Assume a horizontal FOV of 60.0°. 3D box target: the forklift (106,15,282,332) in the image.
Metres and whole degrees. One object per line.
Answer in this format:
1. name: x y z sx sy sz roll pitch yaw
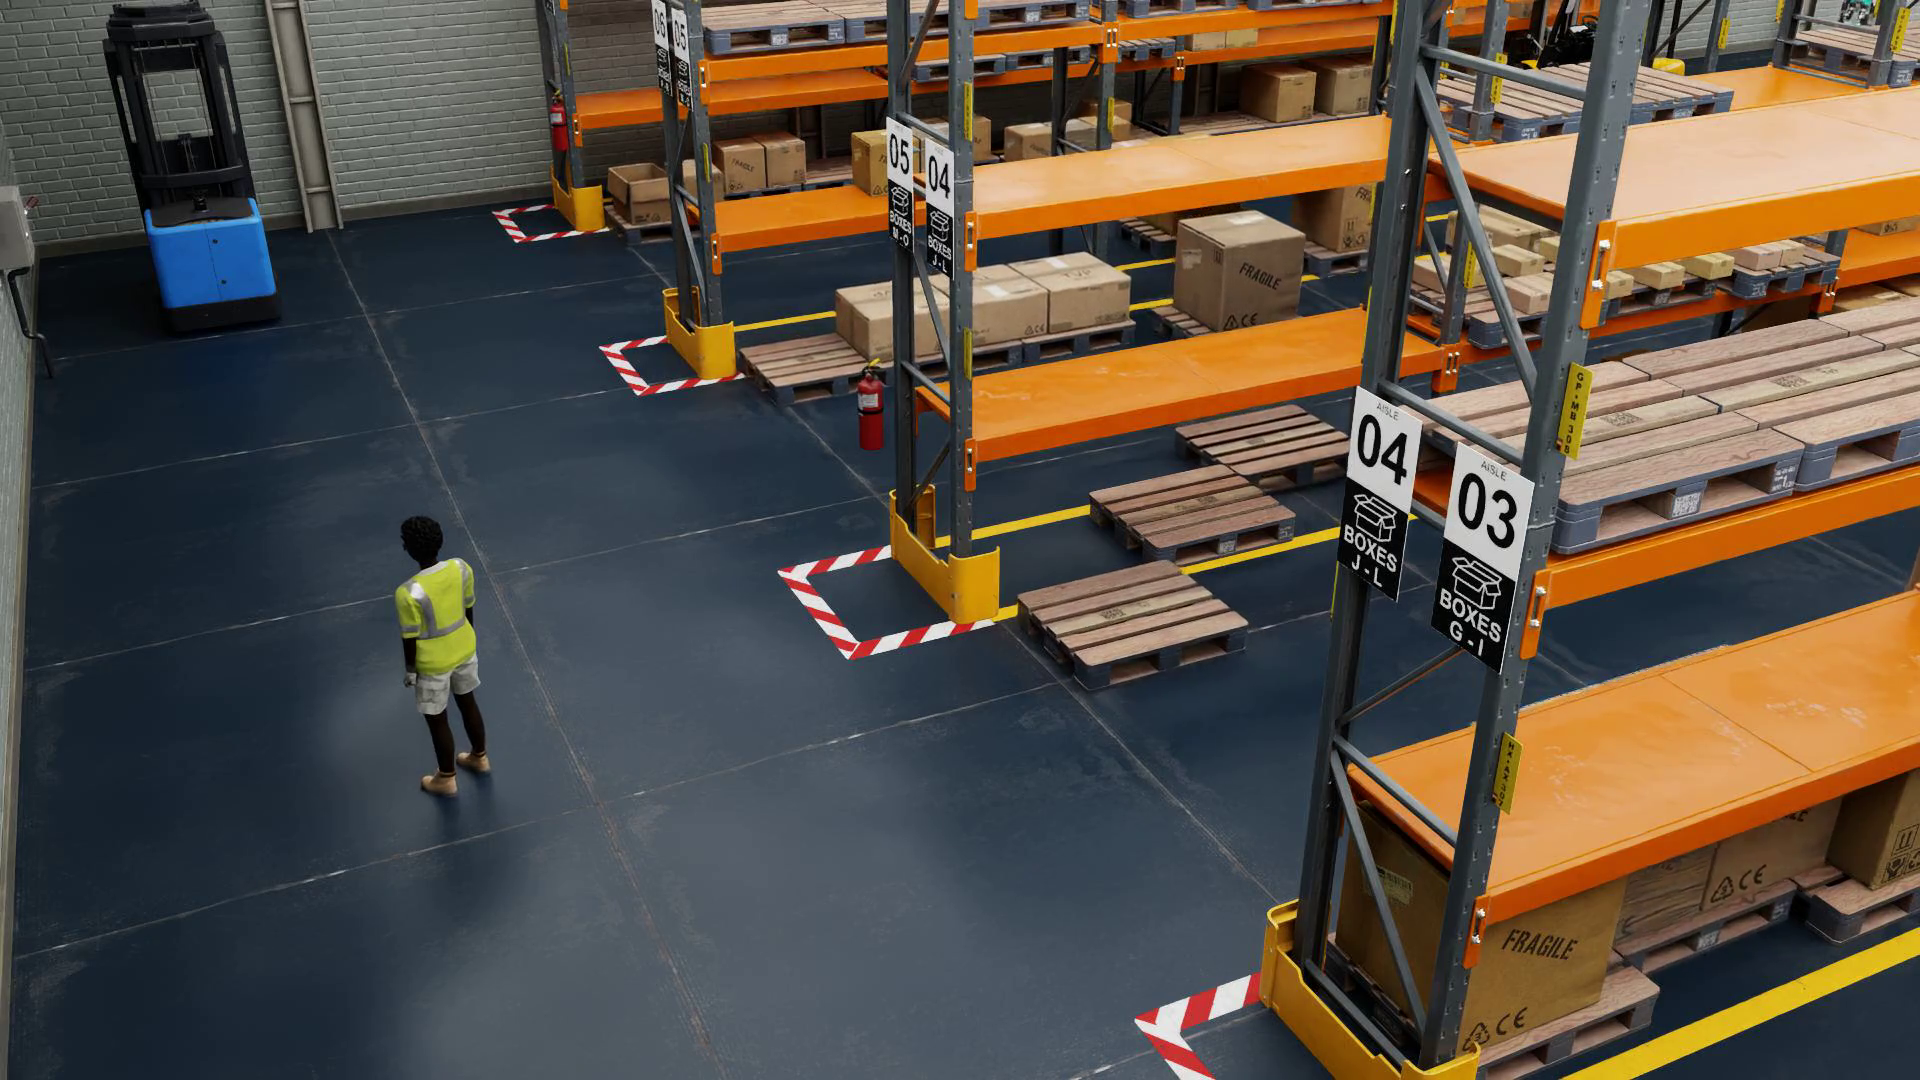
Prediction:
1. forklift: -7.548 -3.672 16.323 1.129 2.768 1.873 -12 30 -22

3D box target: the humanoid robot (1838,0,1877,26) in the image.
1. humanoid robot: 13.797 -7.987 25.801 0.785 1.782 0.530 -20 33 -33

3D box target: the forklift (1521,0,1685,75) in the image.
1. forklift: 8.950 -6.807 23.056 1.214 2.155 2.313 -12 30 -22

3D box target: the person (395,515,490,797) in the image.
1. person: -2.899 0.645 9.326 0.319 1.686 0.538 14 31 24
